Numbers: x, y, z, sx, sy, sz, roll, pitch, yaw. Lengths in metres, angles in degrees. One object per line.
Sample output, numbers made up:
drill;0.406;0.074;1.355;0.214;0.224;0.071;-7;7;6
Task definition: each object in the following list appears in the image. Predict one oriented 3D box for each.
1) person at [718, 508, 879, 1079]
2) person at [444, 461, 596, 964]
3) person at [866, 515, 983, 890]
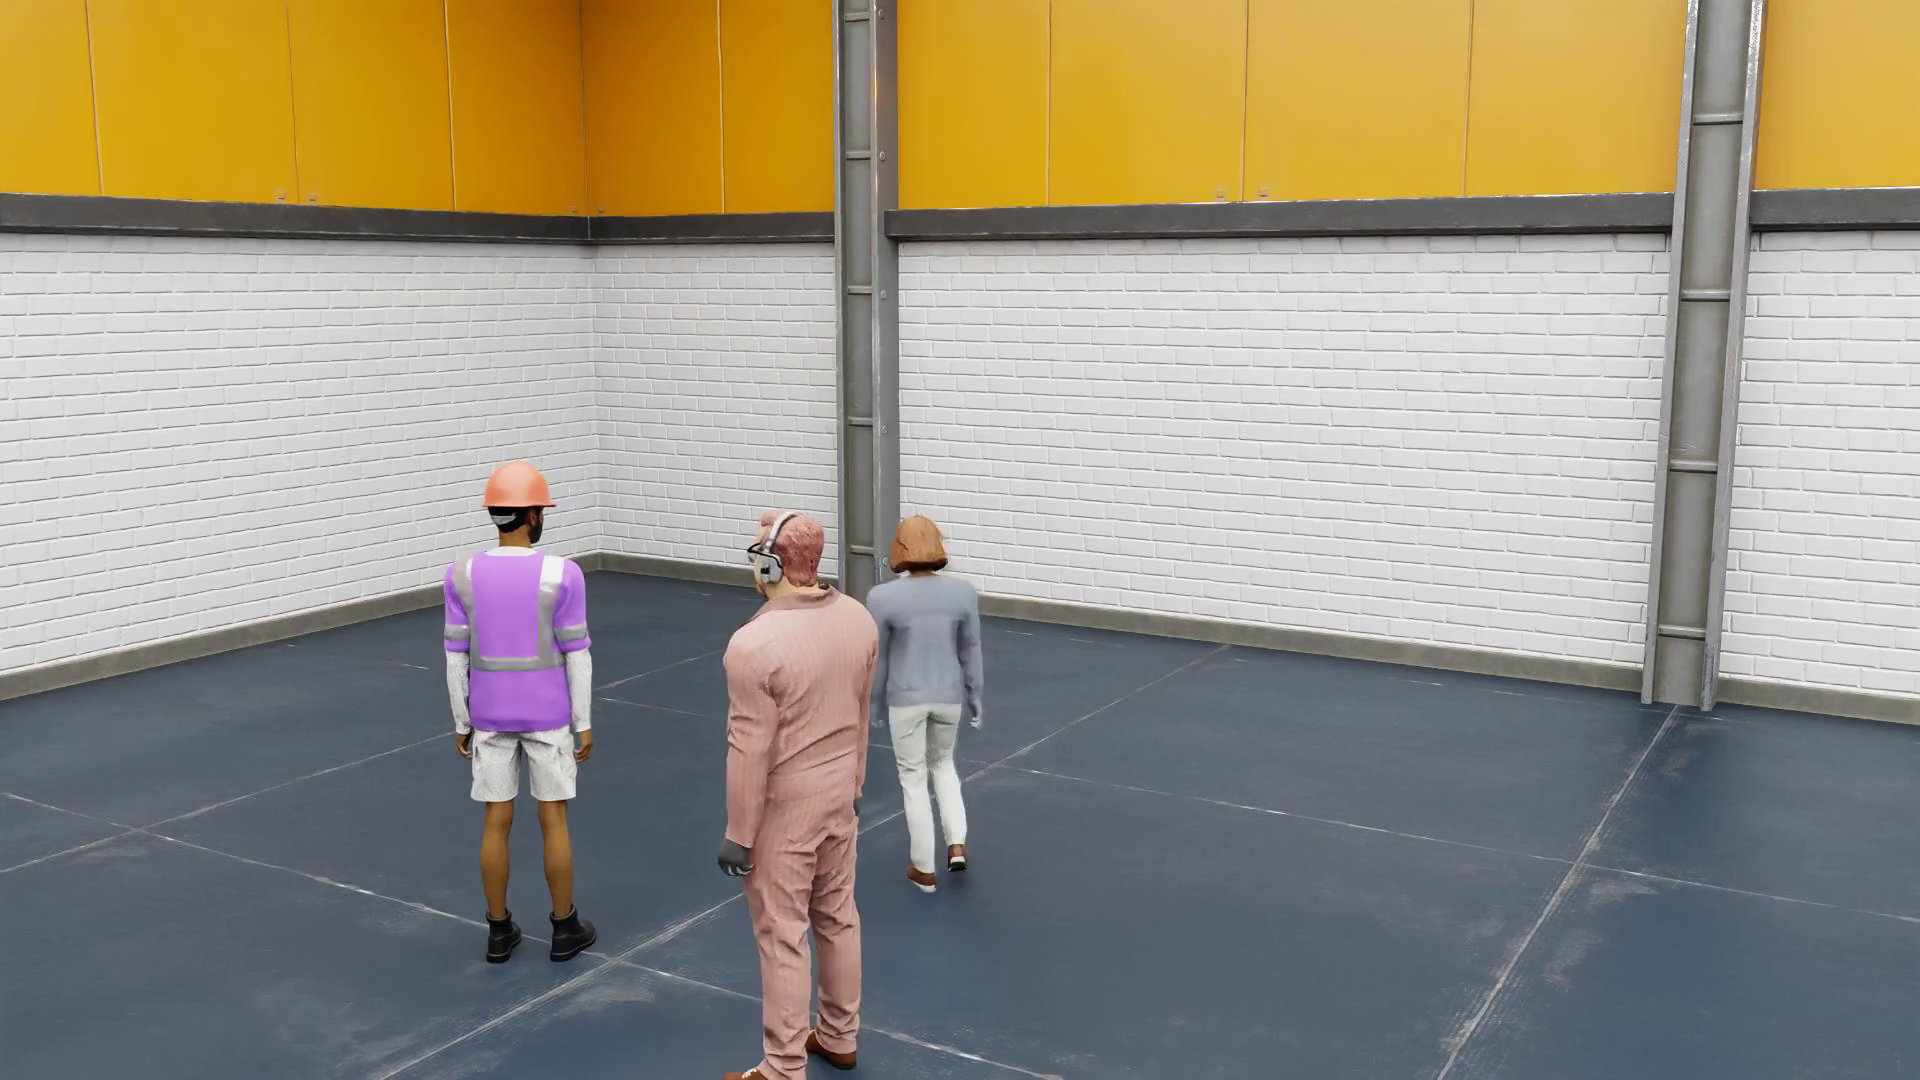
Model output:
person;-0.545;0.852;5.355;0.407;1.908;0.648;6;11;33
person;-1.680;0.664;6.405;0.549;1.933;0.374;0;9;2
person;-0.160;0.698;7.168;0.498;1.616;0.346;-3;10;-20
